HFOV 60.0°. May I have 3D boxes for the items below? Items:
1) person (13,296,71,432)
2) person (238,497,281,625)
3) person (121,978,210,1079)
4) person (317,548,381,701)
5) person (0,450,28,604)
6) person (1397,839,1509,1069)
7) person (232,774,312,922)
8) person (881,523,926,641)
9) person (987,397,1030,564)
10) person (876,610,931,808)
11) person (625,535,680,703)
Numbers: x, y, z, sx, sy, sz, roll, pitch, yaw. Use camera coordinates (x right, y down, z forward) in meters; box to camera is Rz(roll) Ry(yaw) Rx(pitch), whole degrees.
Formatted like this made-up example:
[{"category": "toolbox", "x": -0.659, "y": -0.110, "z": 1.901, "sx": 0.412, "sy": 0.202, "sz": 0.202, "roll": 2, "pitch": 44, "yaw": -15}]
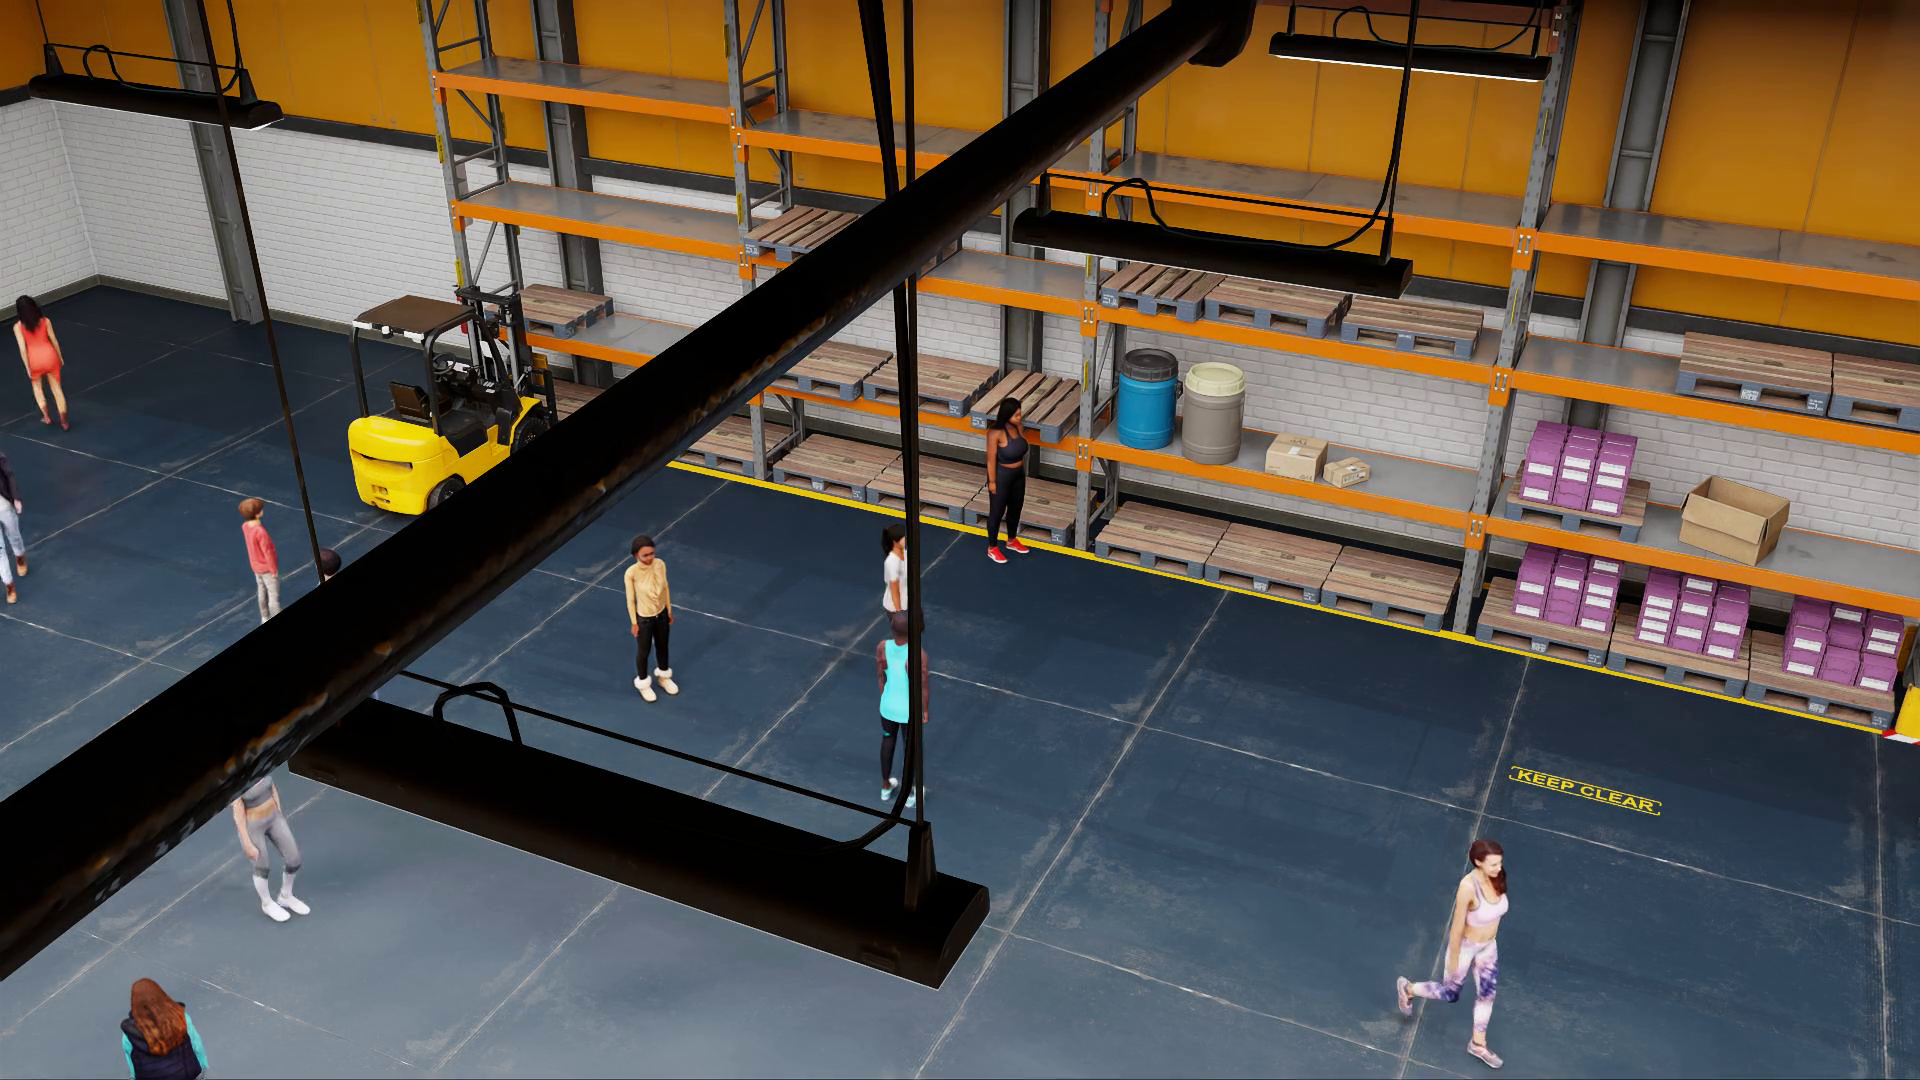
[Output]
[{"category": "person", "x": -11.080, "y": -2.113, "z": 20.152, "sx": 0.769, "sy": 1.702, "sz": 0.842, "roll": -19, "pitch": 34, "yaw": -31}, {"category": "person", "x": -6.761, "y": 0.242, "z": 16.133, "sx": 0.472, "sy": 1.417, "sz": 0.621, "roll": 21, "pitch": 35, "yaw": 33}, {"category": "person", "x": -4.922, "y": 3.338, "z": 10.371, "sx": 0.692, "sy": 1.498, "sz": 0.739, "roll": -14, "pitch": 31, "yaw": -24}, {"category": "person", "x": -5.323, "y": 0.909, "z": 14.443, "sx": 0.608, "sy": 1.864, "sz": 0.719, "roll": 16, "pitch": 32, "yaw": 27}, {"category": "person", "x": -9.742, "y": -0.356, "z": 16.826, "sx": 1.096, "sy": 1.802, "sz": 1.217, "roll": -13, "pitch": 31, "yaw": -23}, {"category": "person", "x": 3.394, "y": 2.729, "z": 11.229, "sx": 0.924, "sy": 1.746, "sz": 1.140, "roll": -20, "pitch": 34, "yaw": -32}, {"category": "person", "x": -5.266, "y": 2.127, "z": 12.392, "sx": 0.607, "sy": 1.689, "sz": 0.584, "roll": 14, "pitch": 32, "yaw": 24}, {"category": "person", "x": -0.633, "y": 0.569, "z": 15.306, "sx": 0.625, "sy": 1.635, "sz": 0.623, "roll": 7, "pitch": 29, "yaw": 13}, {"category": "person", "x": 0.484, "y": -0.658, "z": 17.365, "sx": 0.749, "sy": 1.816, "sz": 0.747, "roll": -24, "pitch": 36, "yaw": -36}, {"category": "person", "x": -0.490, "y": 1.379, "z": 13.641, "sx": 0.467, "sy": 1.806, "sz": 0.675, "roll": 10, "pitch": 30, "yaw": 18}, {"category": "person", "x": -2.807, "y": 0.680, "z": 15.076, "sx": 0.651, "sy": 1.660, "sz": 0.661, "roll": -22, "pitch": 36, "yaw": -35}]
